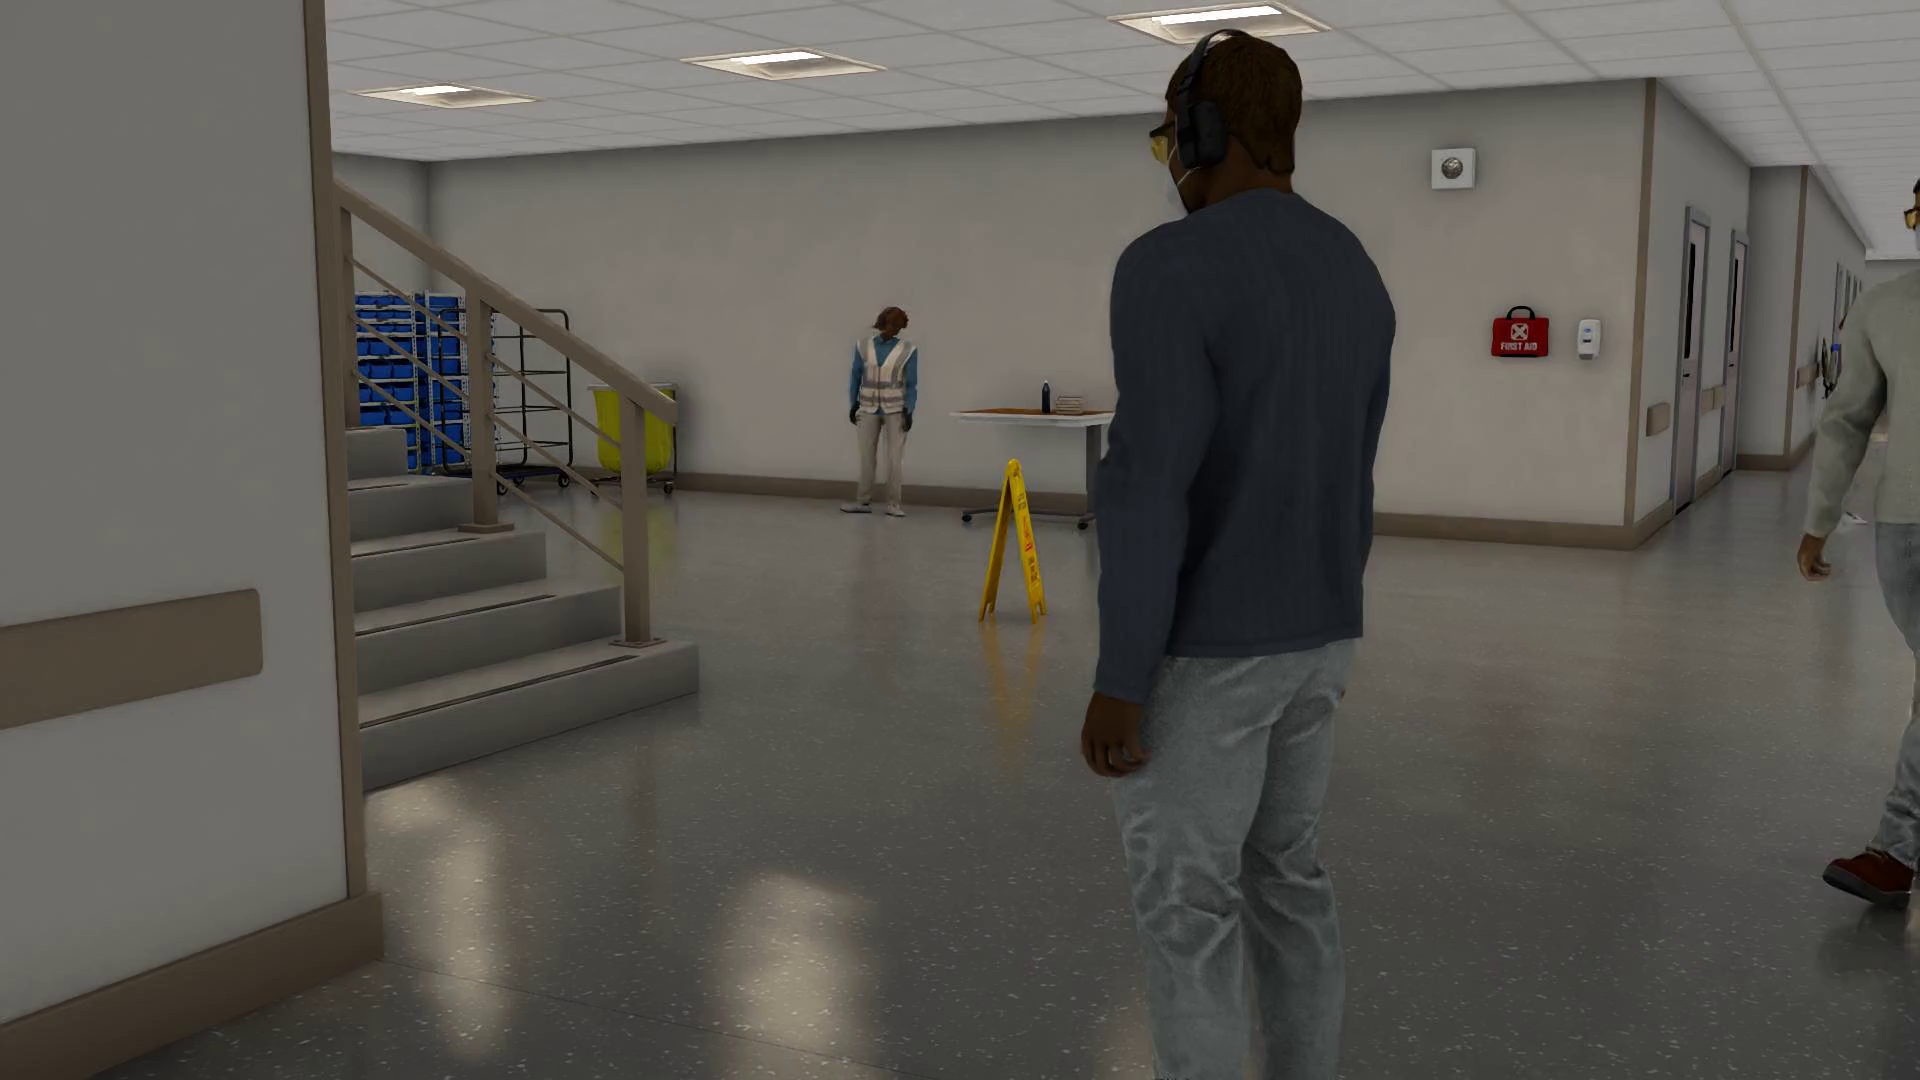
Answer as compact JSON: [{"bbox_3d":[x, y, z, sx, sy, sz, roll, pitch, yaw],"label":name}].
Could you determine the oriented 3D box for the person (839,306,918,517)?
[{"bbox_3d":[-0.637,-0.974,12.699,0.666,1.605,0.370,2,8,16],"label":"person"}]

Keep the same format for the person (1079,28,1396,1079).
[{"bbox_3d":[0.441,0.178,2.626,0.374,1.928,0.639,7,10,43],"label":"person"}]

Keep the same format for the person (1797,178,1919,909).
[{"bbox_3d":[2.454,-0.026,4.264,0.949,1.895,0.659,-4,8,-27],"label":"person"}]
